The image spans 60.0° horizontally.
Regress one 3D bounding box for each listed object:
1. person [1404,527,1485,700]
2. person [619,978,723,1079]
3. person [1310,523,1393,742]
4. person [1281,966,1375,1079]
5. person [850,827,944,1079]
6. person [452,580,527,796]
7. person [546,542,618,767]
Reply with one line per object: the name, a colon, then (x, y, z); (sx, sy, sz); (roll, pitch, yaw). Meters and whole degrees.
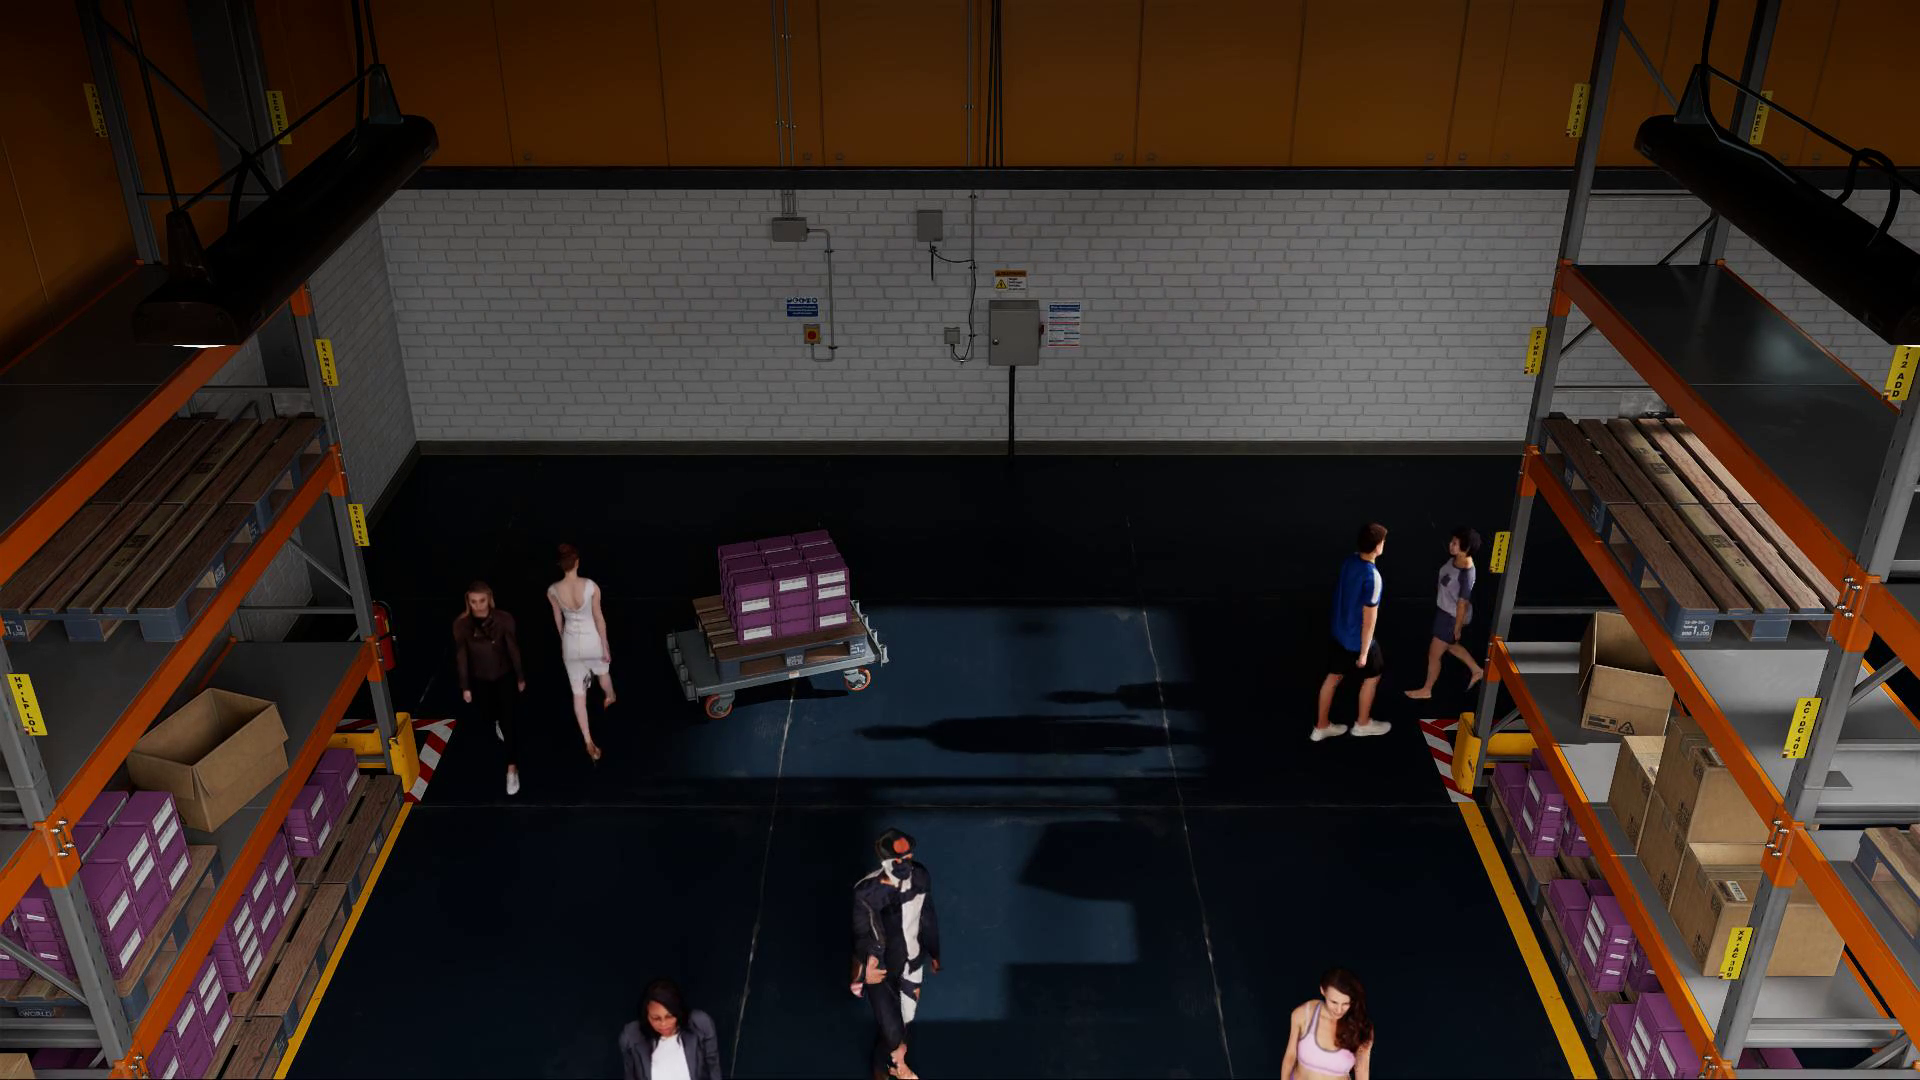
person: (3.955, 0.583, 13.159); (0.688, 1.548, 0.836); (3, 29, 5)
person: (-1.499, 2.934, 8.822); (0.866, 1.573, 1.103); (-10, 30, -17)
person: (2.887, 0.733, 12.579); (0.906, 1.839, 0.921); (-12, 31, -21)
person: (1.884, 2.882, 8.727); (0.699, 1.756, 0.800); (6, 29, 12)
person: (-0.433, 2.384, 9.511); (0.829, 1.879, 0.865); (-20, 34, -32)
person: (-3.443, 0.994, 12.268); (0.737, 1.680, 1.085); (-5, 29, -9)
person: (-2.844, 0.885, 12.387); (0.590, 1.755, 1.045); (1, 29, 2)
